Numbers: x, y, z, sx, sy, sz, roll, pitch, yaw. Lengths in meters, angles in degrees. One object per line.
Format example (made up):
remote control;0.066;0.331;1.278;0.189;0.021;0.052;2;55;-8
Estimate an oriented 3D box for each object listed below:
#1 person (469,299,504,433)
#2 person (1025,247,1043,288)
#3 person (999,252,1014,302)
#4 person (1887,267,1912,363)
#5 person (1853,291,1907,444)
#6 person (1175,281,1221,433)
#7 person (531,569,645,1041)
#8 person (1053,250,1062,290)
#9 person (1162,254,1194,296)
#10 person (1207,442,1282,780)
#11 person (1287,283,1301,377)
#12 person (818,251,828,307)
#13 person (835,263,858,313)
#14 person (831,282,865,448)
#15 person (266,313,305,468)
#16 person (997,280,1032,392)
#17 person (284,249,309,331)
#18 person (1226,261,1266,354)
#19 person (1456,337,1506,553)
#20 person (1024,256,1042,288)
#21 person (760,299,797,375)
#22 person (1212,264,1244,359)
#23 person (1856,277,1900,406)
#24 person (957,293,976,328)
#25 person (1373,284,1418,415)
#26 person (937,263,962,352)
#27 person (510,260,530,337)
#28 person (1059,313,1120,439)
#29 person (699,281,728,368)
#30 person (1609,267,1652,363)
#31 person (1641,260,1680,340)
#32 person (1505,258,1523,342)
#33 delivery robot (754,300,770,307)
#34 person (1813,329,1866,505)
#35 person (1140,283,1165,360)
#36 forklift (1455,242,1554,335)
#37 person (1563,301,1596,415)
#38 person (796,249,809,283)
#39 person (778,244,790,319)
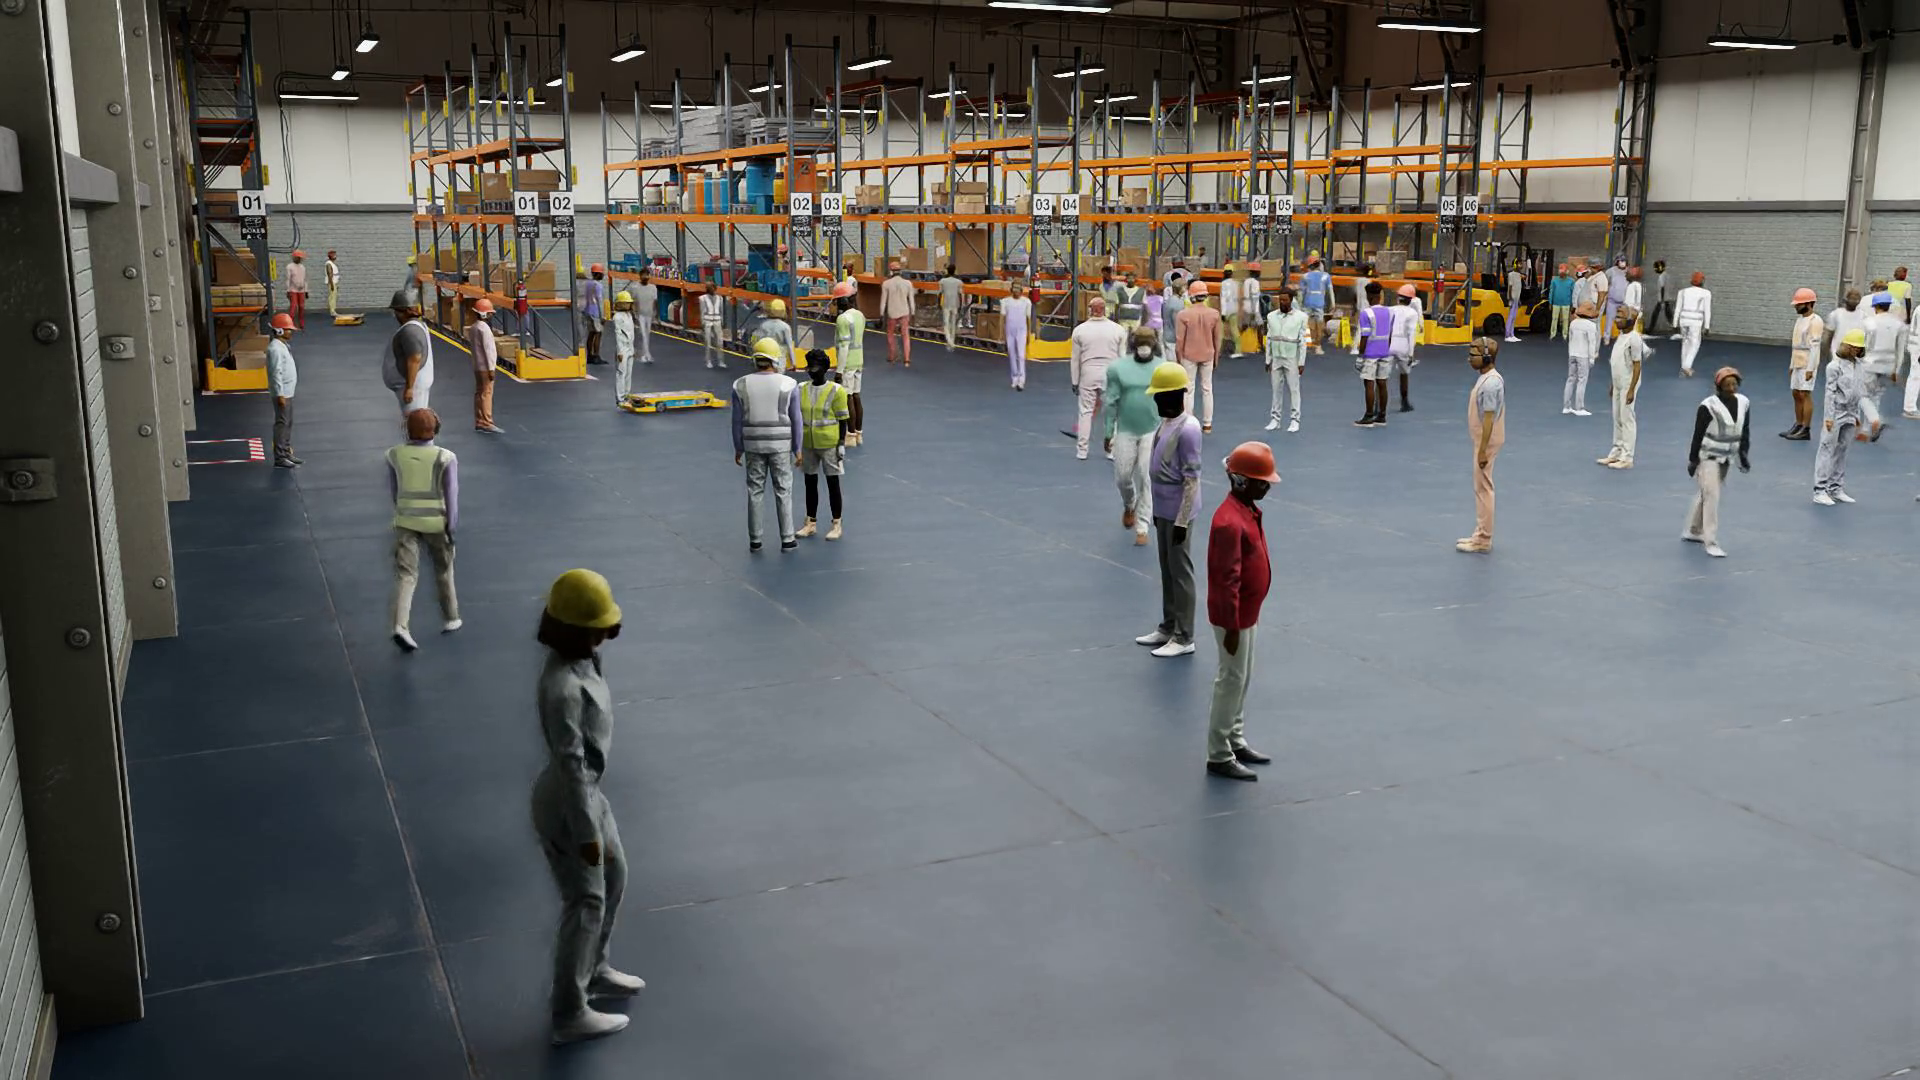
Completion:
person;-6.236;-2.289;21.894;0.341;1.749;0.572;-8;13;-34
person;2.210;-7.646;48.518;0.607;1.979;1.074;-6;13;-28
person;1.556;-8.541;54.046;0.695;1.610;0.508;-8;13;-34
person;17.984;-4.320;31.977;0.389;1.848;0.563;-6;13;-30
person;11.387;-2.114;20.618;0.657;1.912;0.714;0;11;-1
person;3.104;-2.383;21.758;0.613;1.994;0.385;-2;11;-10
person;-1.282;0.909;5.764;0.383;1.708;0.600;-2;11;-9
person;2.966;-7.955;50.667;0.325;1.765;0.530;3;11;14
person;4.511;-4.958;34.728;0.683;2.000;0.535;-4;12;-18
person;1.445;0.356;8.496;0.355;1.737;0.578;4;12;19
person;5.847;-3.711;29.403;0.309;1.645;0.515;-2;11;-9
person;-4.105;-7.817;50.012;0.376;1.752;0.519;-3;12;-16
person;-2.346;-4.807;34.457;0.571;1.843;0.373;8;14;37
person;-1.387;-2.142;20.422;0.377;2.041;0.607;4;12;17
person;-7.670;-1.697;18.911;0.344;1.744;0.569;-2;11;-11
person;0.887;-3.318;27.021;0.528;1.787;0.978;2;11;8
person;-16.266;-6.124;40.789;0.392;1.992;0.626;5;12;22
person;5.886;-4.719;33.884;0.962;1.903;0.555;-3;12;-15
person;4.446;-0.805;14.147;0.348;1.839;0.504;3;12;15
person;1.706;-5.720;38.938;0.406;1.910;0.639;0;11;-1
person;-2.521;-2.469;22.968;0.504;1.693;0.907;7;13;31
person;5.314;-4.552;33.130;0.610;1.859;1.022;-11;15;-43
person;13.702;-2.976;24.953;0.625;1.931;0.380;8;14;36
person;0.142;-6.297;41.825;0.584;1.927;0.367;-6;12;-27
person;6.220;-2.716;23.803;0.606;1.874;1.035;8;14;37
person;-0.204;-4.805;34.488;0.527;1.841;0.723;-2;11;-12
person;-10.315;-5.708;38.829;0.382;1.928;0.587;8;14;37
person;1.710;-2.089;20.943;0.901;1.712;0.545;0;11;1
person;-4.556;-3.962;30.751;0.518;1.608;0.722;-6;13;-29
person;12.855;-4.277;31.731;0.723;1.863;0.584;8;14;35
person;16.014;-5.452;37.870;0.951;1.814;0.609;8;14;37
person;12.464;-5.387;37.344;0.322;1.871;0.531;9;14;38
delivery robot;-5.793;-7.044;48.877;0.477;0.478;0.707;3;11;14
person;8.766;-1.218;16.495;0.483;1.738;0.313;-5;12;-24
person;3.521;-3.878;30.325;0.555;1.610;0.408;-3;11;-13
forklift;13.047;-6.049;39.881;2.313;2.155;1.214;-5;12;-23
person;8.885;-2.595;23.789;0.288;1.626;0.497;-4;12;-21
person;-5.007;-8.263;52.291;0.568;1.740;0.354;0;11;2
person;-4.739;-6.944;44.852;0.398;2.040;0.610;-1;11;-3
